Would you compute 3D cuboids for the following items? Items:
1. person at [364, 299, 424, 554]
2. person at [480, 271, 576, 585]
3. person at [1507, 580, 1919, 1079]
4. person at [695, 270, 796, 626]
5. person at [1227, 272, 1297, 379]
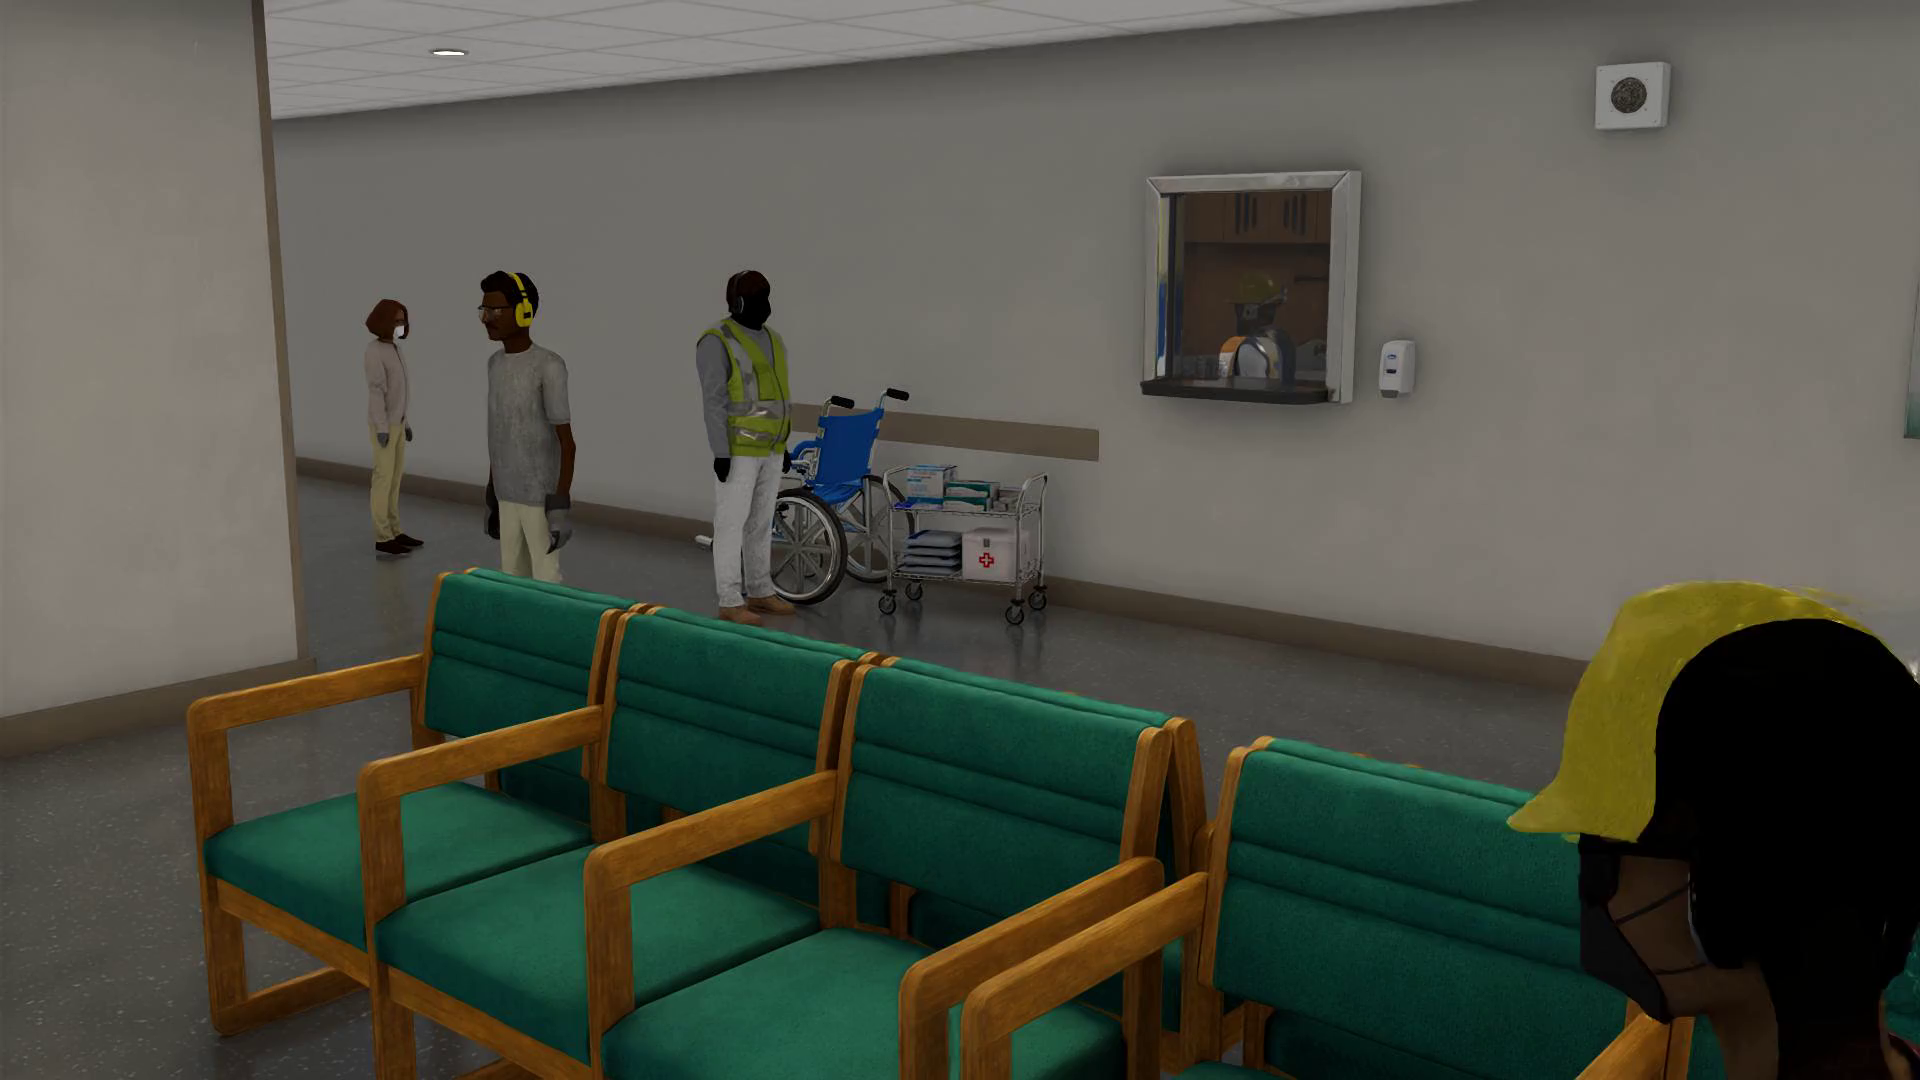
[{"bbox_3d":[-3.671,-0.732,10.740,0.279,1.633,0.497,0,10,-1],"label":"person"},{"bbox_3d":[-1.770,-0.151,6.781,0.534,1.863,0.309,8,13,40],"label":"person"},{"bbox_3d":[0.503,0.896,1.137,0.368,1.744,0.540,7,12,34],"label":"person"},{"bbox_3d":[-1.088,-0.480,8.713,0.429,1.845,0.621,5,11,29],"label":"person"},{"bbox_3d":[1.597,-0.527,9.003,0.403,1.830,0.600,5,11,28],"label":"person"}]
